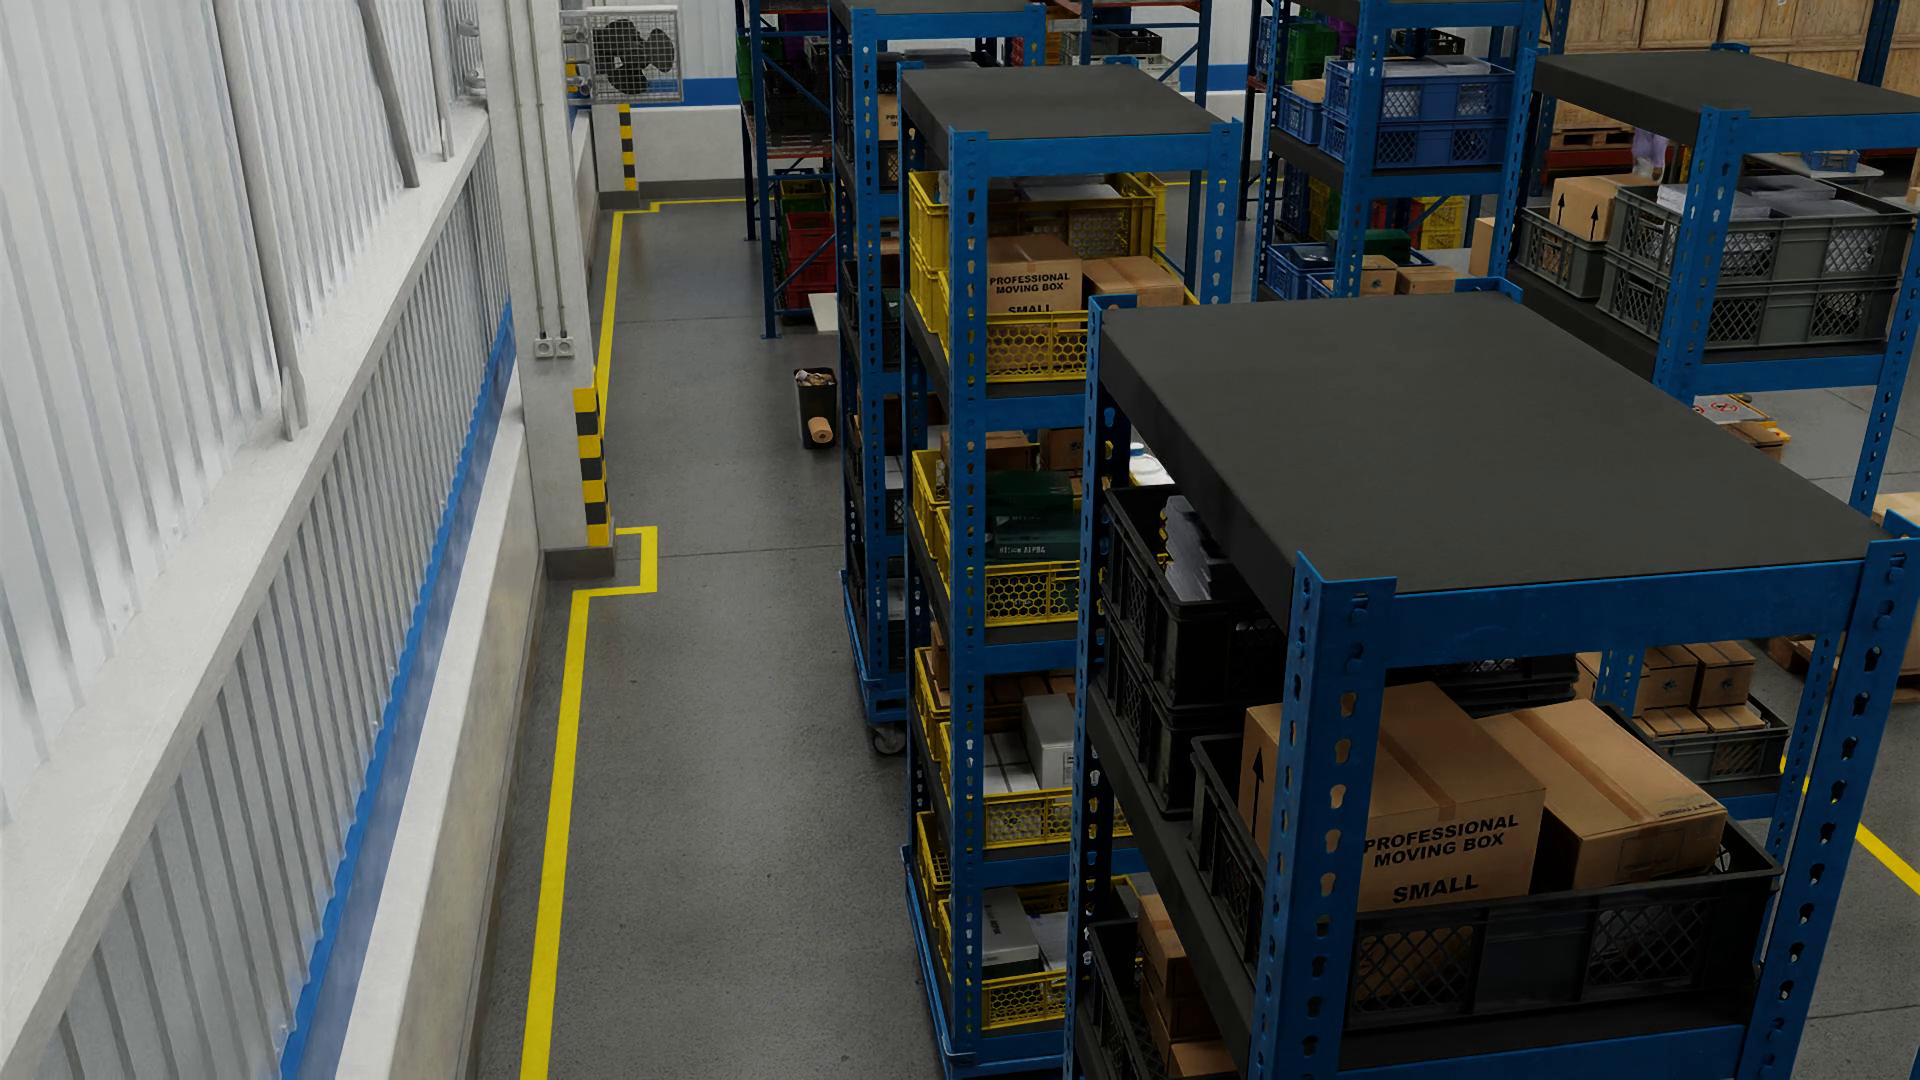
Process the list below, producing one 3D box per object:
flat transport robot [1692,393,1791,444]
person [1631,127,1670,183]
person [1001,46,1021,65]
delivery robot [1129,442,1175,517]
[{"bbox_3d":[5.224,-0.859,12.132,1.431,0.197,0.652,-4,25,-8],"label":"flat transport robot"},{"bbox_3d":[6.862,-3.799,16.544,0.350,1.936,0.635,2,25,4],"label":"person"},{"bbox_3d":[0.567,-4.449,18.039,0.399,1.869,0.624,-9,26,-18],"label":"person"},{"bbox_3d":[1.118,-0.384,10.655,0.707,0.478,0.477,12,27,25],"label":"delivery robot"}]
